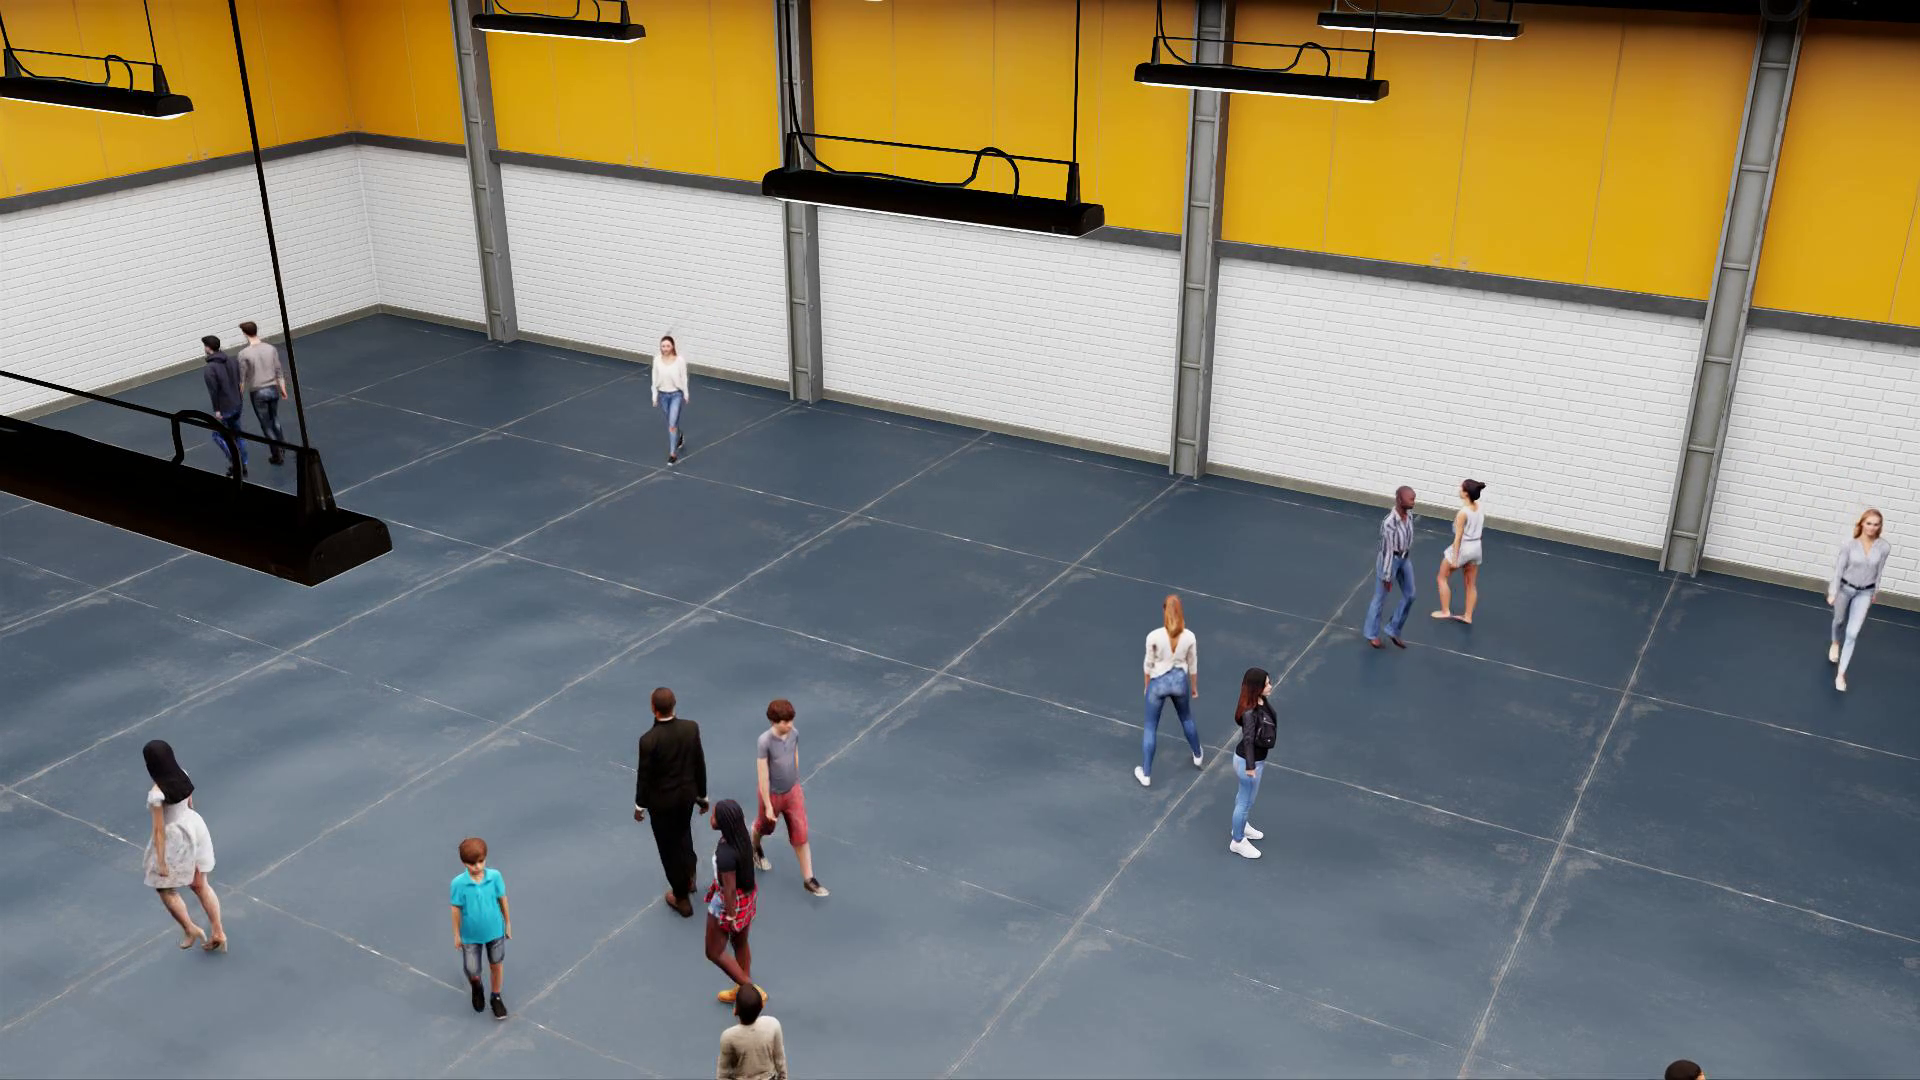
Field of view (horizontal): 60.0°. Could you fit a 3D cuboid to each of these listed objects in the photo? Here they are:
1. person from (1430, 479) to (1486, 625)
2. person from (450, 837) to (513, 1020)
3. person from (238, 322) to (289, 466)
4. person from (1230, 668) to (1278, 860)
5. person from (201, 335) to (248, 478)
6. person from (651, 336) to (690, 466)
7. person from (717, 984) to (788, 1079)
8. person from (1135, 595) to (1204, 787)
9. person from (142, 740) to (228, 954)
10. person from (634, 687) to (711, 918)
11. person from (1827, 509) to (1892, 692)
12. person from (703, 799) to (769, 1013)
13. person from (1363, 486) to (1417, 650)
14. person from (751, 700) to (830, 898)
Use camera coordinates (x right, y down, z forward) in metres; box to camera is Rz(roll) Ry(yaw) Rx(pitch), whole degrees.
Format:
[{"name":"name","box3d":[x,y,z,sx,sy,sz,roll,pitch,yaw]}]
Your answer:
[{"name":"person","box3d":[5.312,0.143,17.266,0.684,1.601,0.726,-16,28,-32]},{"name":"person","box3d":[-3.368,2.682,11.652,0.652,1.445,0.696,-12,26,-25]},{"name":"person","box3d":[-8.962,-1.872,21.530,0.848,1.879,0.773,20,30,38]},{"name":"person","box3d":[2.364,1.774,13.495,0.645,1.634,0.696,6,24,14]},{"name":"person","box3d":[-9.231,-1.682,21.097,0.702,1.877,0.722,9,25,20]},{"name":"person","box3d":[-3.776,-1.873,21.807,1.137,1.659,0.995,3,24,7]},{"name":"person","box3d":[-1.232,3.374,10.088,0.889,1.431,1.054,-13,27,-26]},{"name":"person","box3d":[1.852,1.298,14.507,0.961,1.695,1.045,-4,24,-10]},{"name":"person","box3d":[-5.627,2.285,12.179,0.824,1.751,0.766,5,24,12]},{"name":"person","box3d":[-2.140,2.016,12.618,0.792,1.892,0.816,-19,30,-37]},{"name":"person","box3d":[8.705,0.510,16.252,1.182,1.742,0.807,9,25,19]},{"name":"person","box3d":[-1.493,2.563,11.589,0.784,1.714,0.710,4,24,9]},{"name":"person","box3d":[4.277,0.266,16.770,0.761,1.774,0.779,-21,31,-40]},{"name":"person","box3d":[-1.480,1.974,13.072,0.894,1.607,1.222,-17,29,-34]}]
